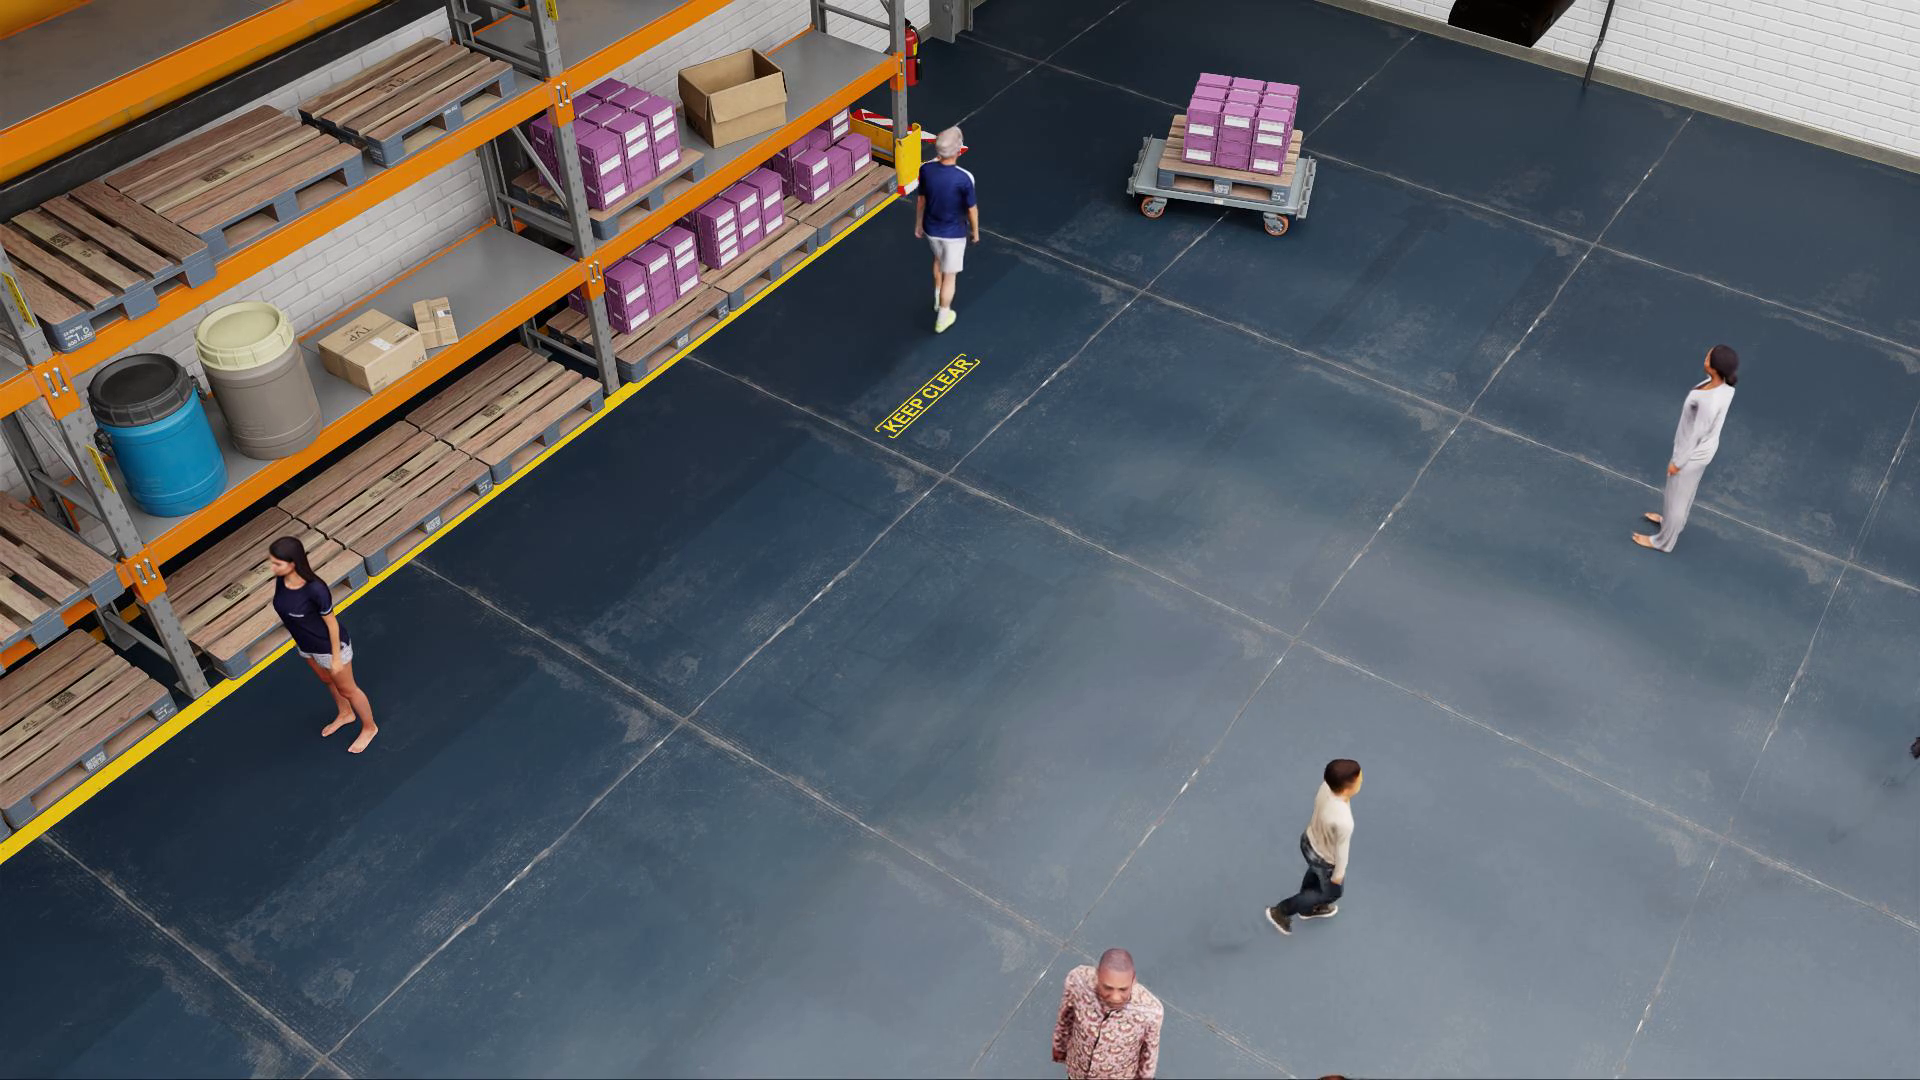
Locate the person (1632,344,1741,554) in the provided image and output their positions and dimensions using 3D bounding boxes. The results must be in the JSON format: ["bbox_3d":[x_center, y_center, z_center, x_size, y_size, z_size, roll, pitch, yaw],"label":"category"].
[{"bbox_3d":[5.192,-0.650,11.752,0.684,1.736,0.451,26,49,24],"label":"person"}]

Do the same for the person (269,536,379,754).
[{"bbox_3d":[-3.981,0.635,10.382,0.564,1.766,0.511,26,50,25],"label":"person"}]

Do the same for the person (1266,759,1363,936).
[{"bbox_3d":[1.998,1.764,9.422,0.826,1.455,0.771,-5,44,-6],"label":"person"}]

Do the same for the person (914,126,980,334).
[{"bbox_3d":[-0.157,-2.490,13.624,0.727,1.819,0.765,18,46,18],"label":"person"}]

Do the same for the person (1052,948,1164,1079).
[{"bbox_3d":[0.726,2.585,8.306,0.726,1.806,0.636,18,47,18],"label":"person"}]
